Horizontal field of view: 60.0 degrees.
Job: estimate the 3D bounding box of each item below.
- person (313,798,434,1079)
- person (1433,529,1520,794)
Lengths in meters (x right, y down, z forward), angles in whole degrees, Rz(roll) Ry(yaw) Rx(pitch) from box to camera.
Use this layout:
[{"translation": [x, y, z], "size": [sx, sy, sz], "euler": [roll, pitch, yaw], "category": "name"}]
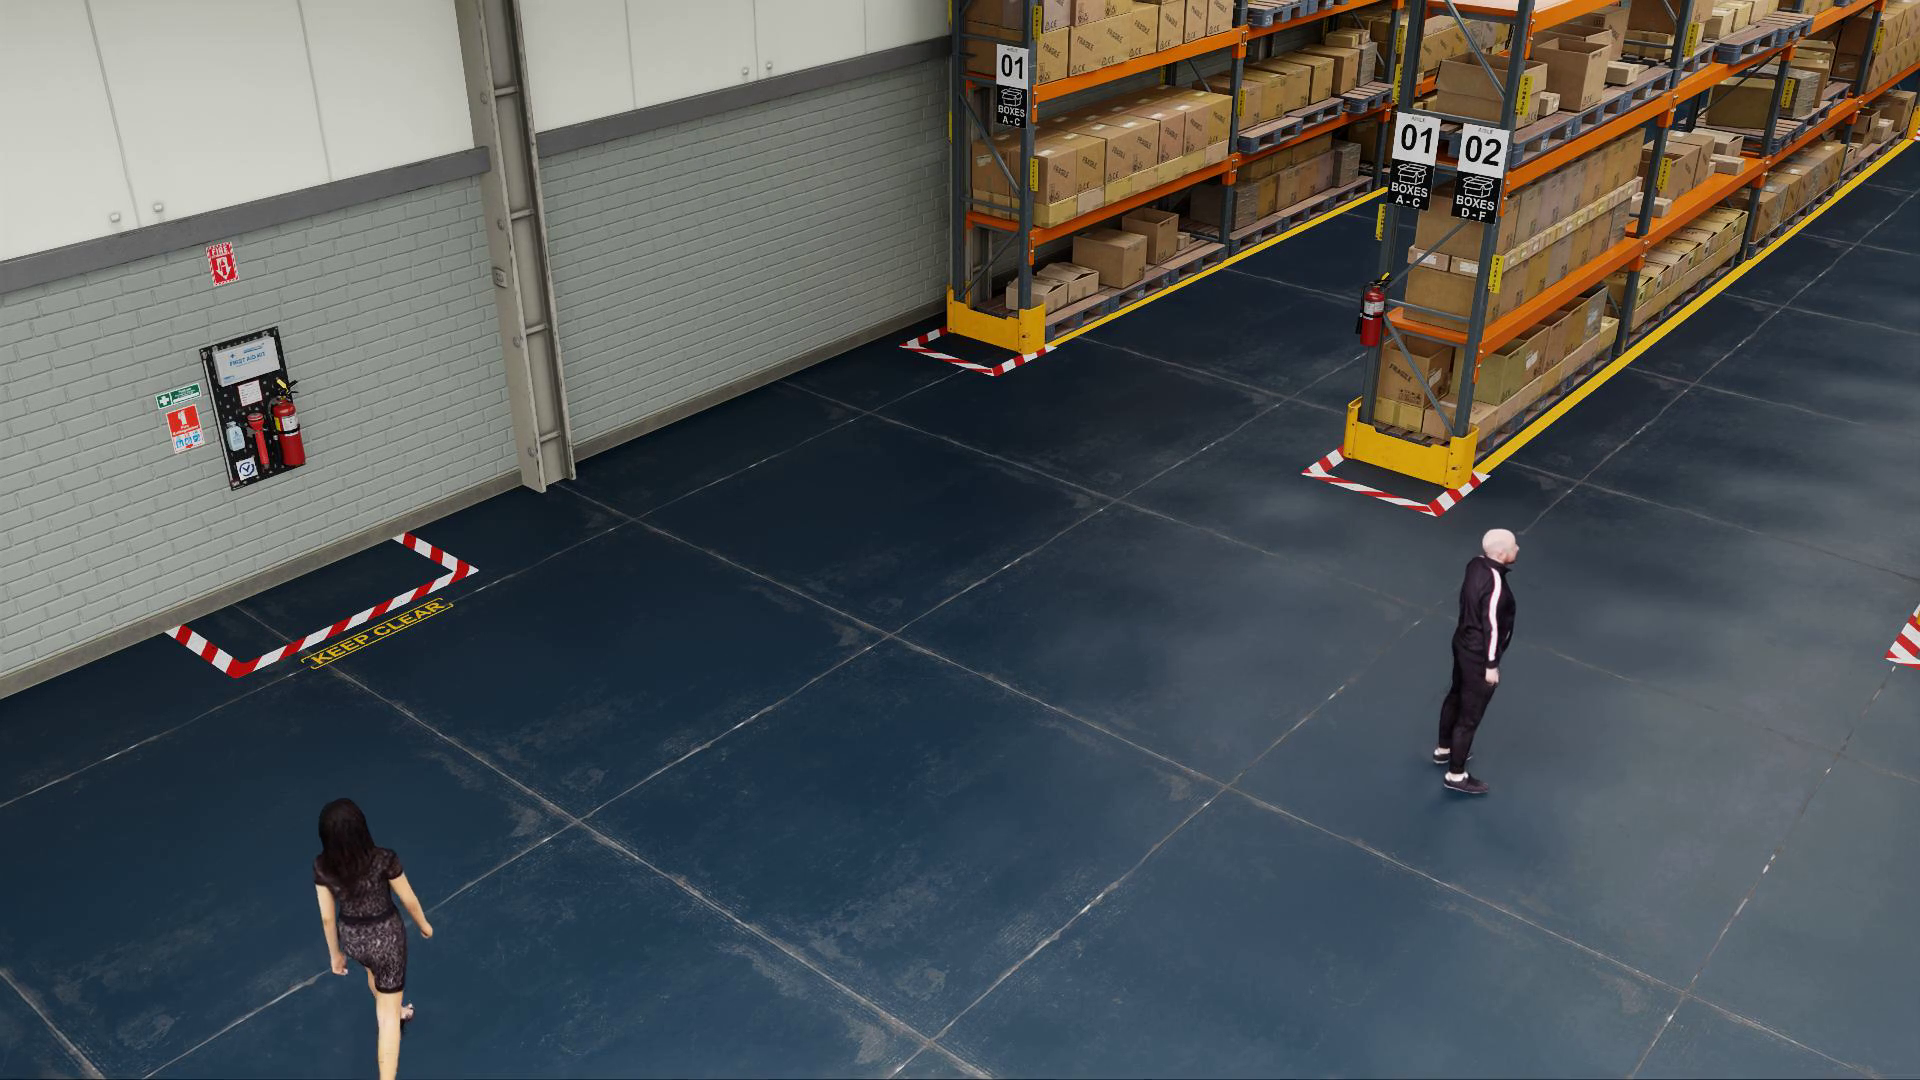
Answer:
[{"translation": [-2.918, 2.107, 8.261], "size": [1.064, 1.743, 1.186], "euler": [0, 28, 0], "category": "person"}, {"translation": [3.322, 0.743, 10.723], "size": [0.822, 1.836, 0.742], "euler": [0, 28, 0], "category": "person"}]
